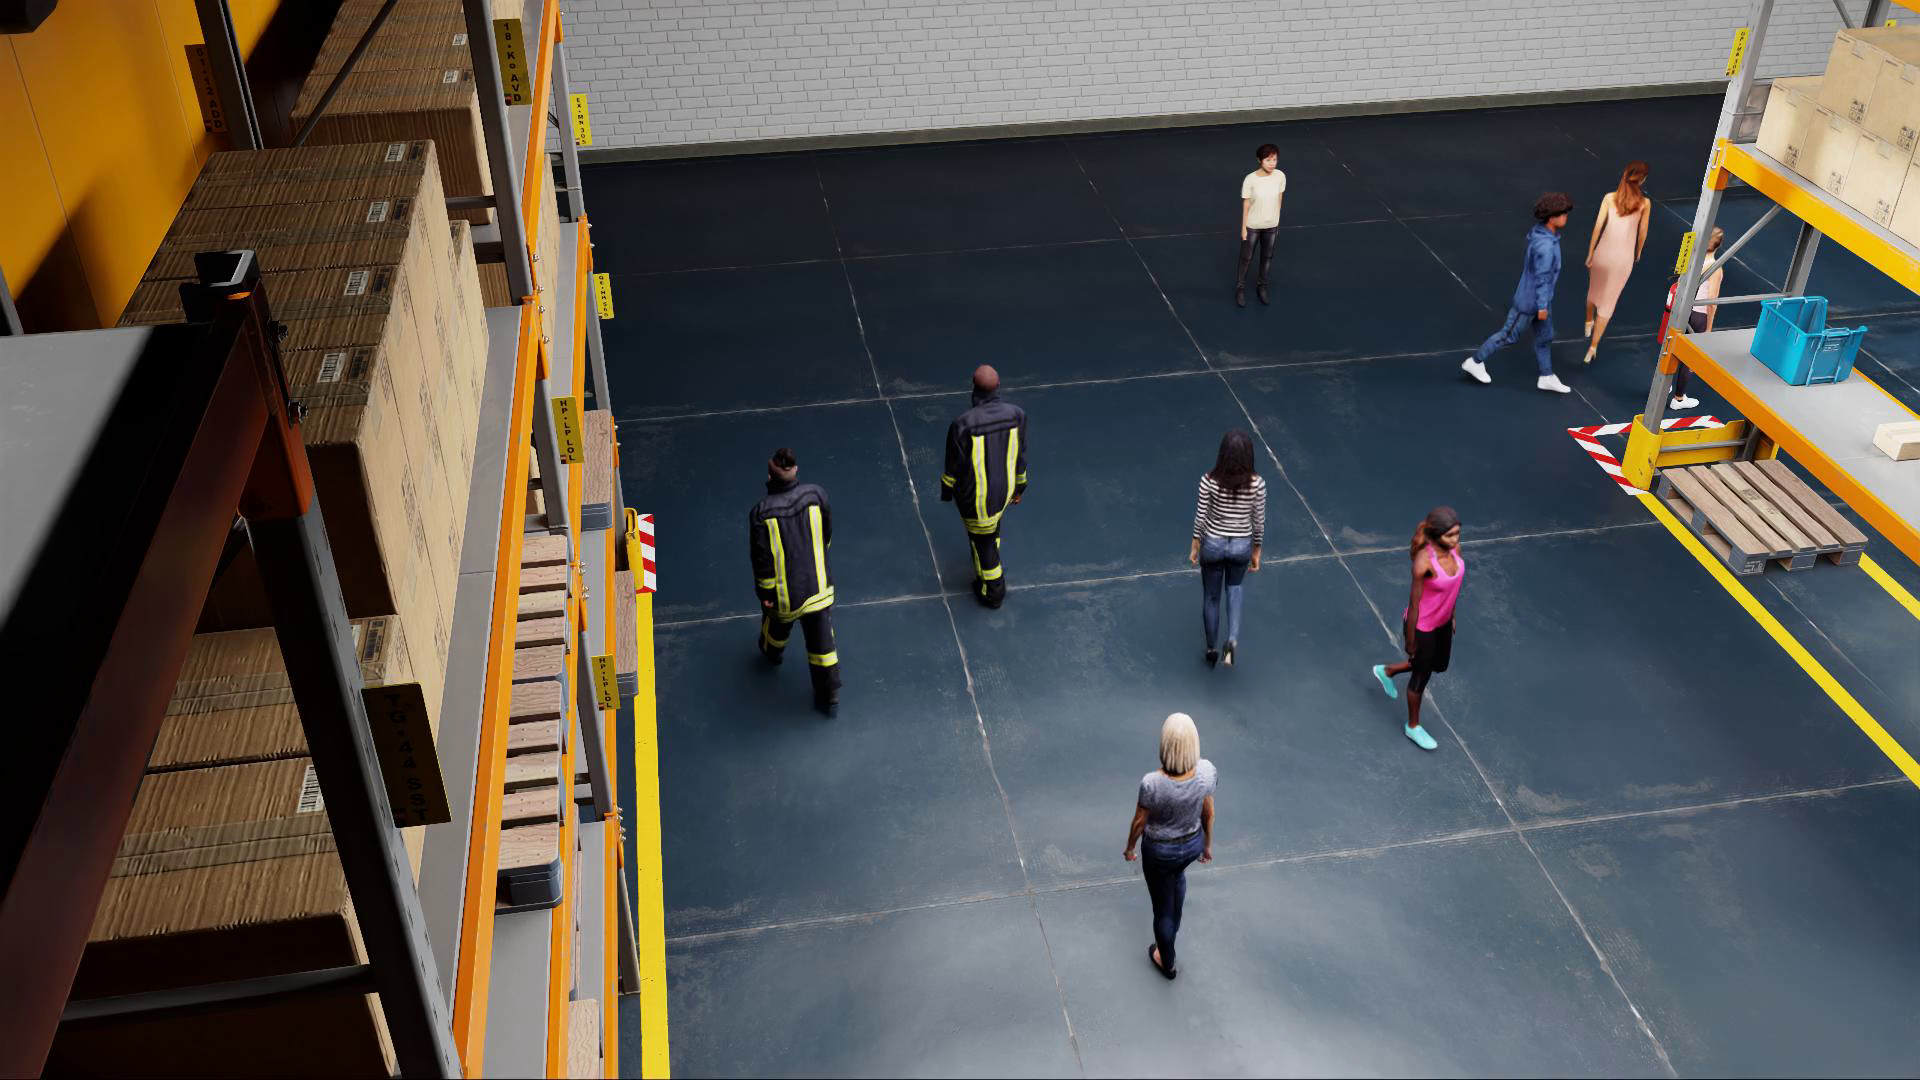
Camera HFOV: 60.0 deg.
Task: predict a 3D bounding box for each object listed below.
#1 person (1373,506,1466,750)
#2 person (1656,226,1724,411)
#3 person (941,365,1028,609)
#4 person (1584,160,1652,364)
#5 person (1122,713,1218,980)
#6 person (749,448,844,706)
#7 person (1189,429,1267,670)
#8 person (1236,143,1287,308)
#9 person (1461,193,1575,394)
[{"bbox_3d":[2.866,0.486,10.373,0.788,1.716,0.948,-22,39,-29],"label":"person"},{"bbox_3d":[6.159,-1.887,14.022,0.687,1.628,0.569,-16,37,-23],"label":"person"},{"bbox_3d":[0.217,-0.344,11.546,0.912,1.800,1.027,-19,38,-26],"label":"person"},{"bbox_3d":[5.745,-2.412,14.669,1.052,1.786,1.139,18,38,25],"label":"person"},{"bbox_3d":[1.137,1.648,8.628,0.653,1.712,0.701,-11,35,-16],"label":"person"},{"bbox_3d":[-1.016,0.251,10.626,0.922,1.826,1.215,-14,36,-20],"label":"person"},{"bbox_3d":[1.741,0.137,10.836,0.677,1.785,0.792,0,34,0],"label":"person"},{"bbox_3d":[2.835,-2.978,15.703,0.597,1.584,0.485,-7,34,-11],"label":"person"},{"bbox_3d":[4.803,-2.086,14.195,1.155,1.768,1.203,14,36,20],"label":"person"}]
